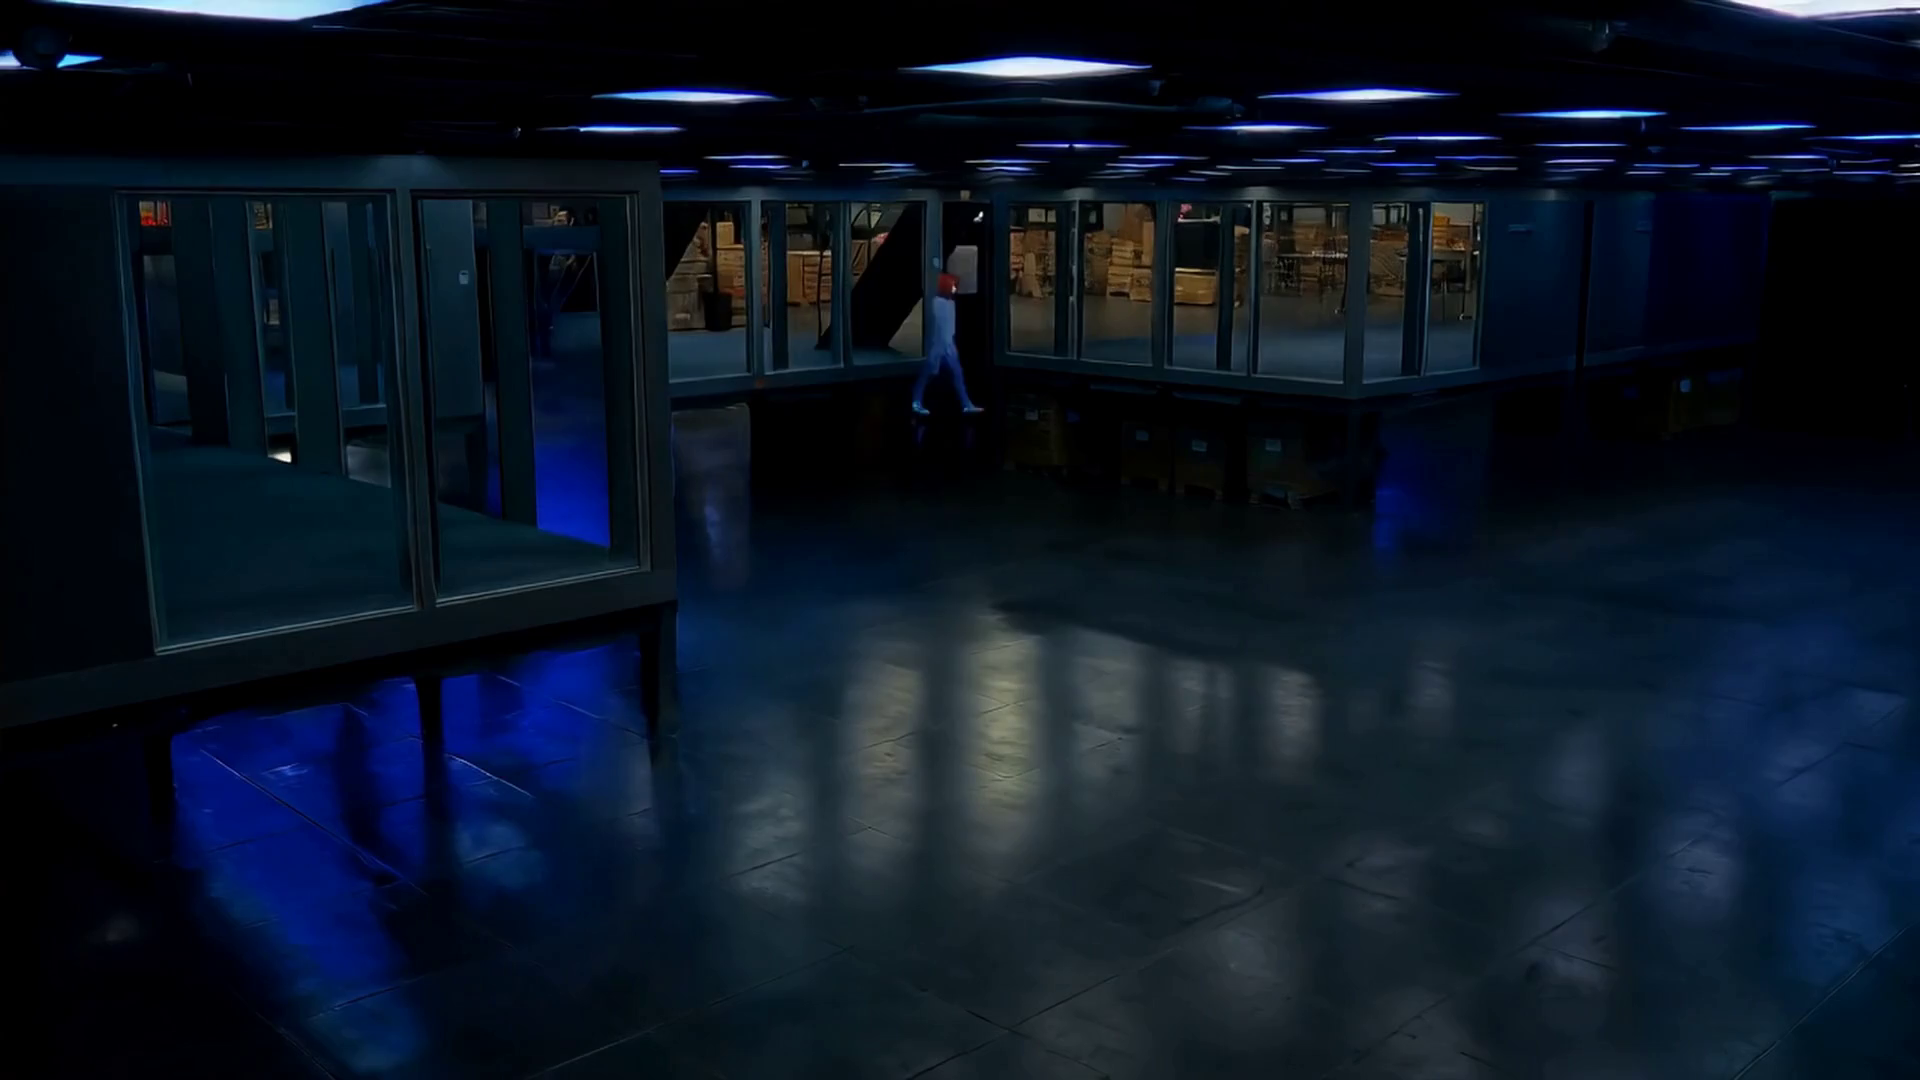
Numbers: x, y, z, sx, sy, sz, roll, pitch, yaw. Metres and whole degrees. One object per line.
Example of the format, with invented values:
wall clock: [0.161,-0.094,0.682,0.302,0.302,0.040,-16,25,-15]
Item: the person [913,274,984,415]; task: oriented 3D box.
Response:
person: [-0.169,-2.196,18.766,0.873,1.586,0.497,6,13,29]
